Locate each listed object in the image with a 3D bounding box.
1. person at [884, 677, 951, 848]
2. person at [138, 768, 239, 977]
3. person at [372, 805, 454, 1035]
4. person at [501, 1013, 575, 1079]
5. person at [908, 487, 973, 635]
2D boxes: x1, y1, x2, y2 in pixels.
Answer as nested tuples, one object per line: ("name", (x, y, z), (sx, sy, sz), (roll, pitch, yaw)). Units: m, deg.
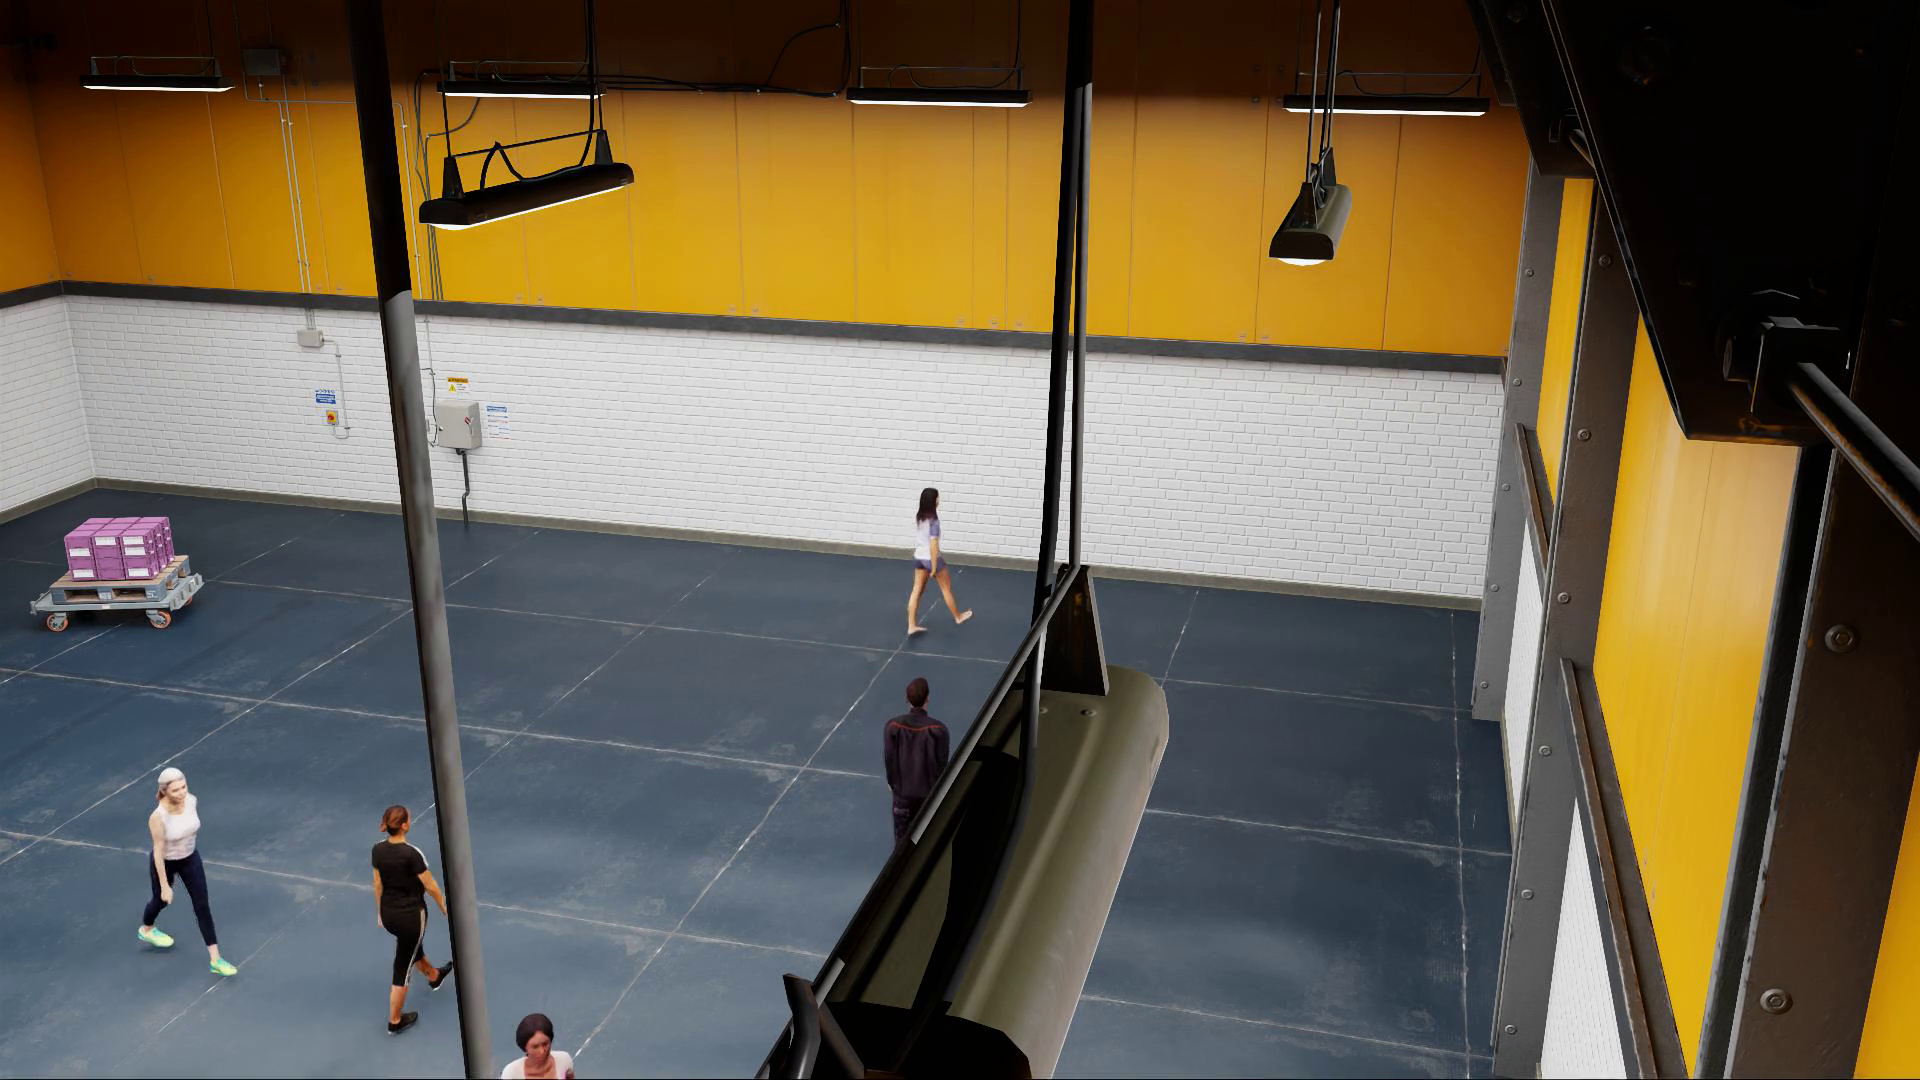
("person", (-0.348, 2.041, 13.198), (0.735, 1.895, 0.815), (3, 19, 8))
("person", (-5.908, 2.443, 12.418), (0.864, 1.632, 1.254), (8, 20, 23))
("person", (-3.967, 2.692, 11.673), (0.722, 1.636, 1.049), (10, 21, 26))
("person", (-2.389, 3.401, 9.423), (0.754, 1.728, 0.812), (-8, 20, -21))
("person", (-0.430, 0.266, 18.776), (1.119, 1.699, 0.975), (-14, 23, -37))
